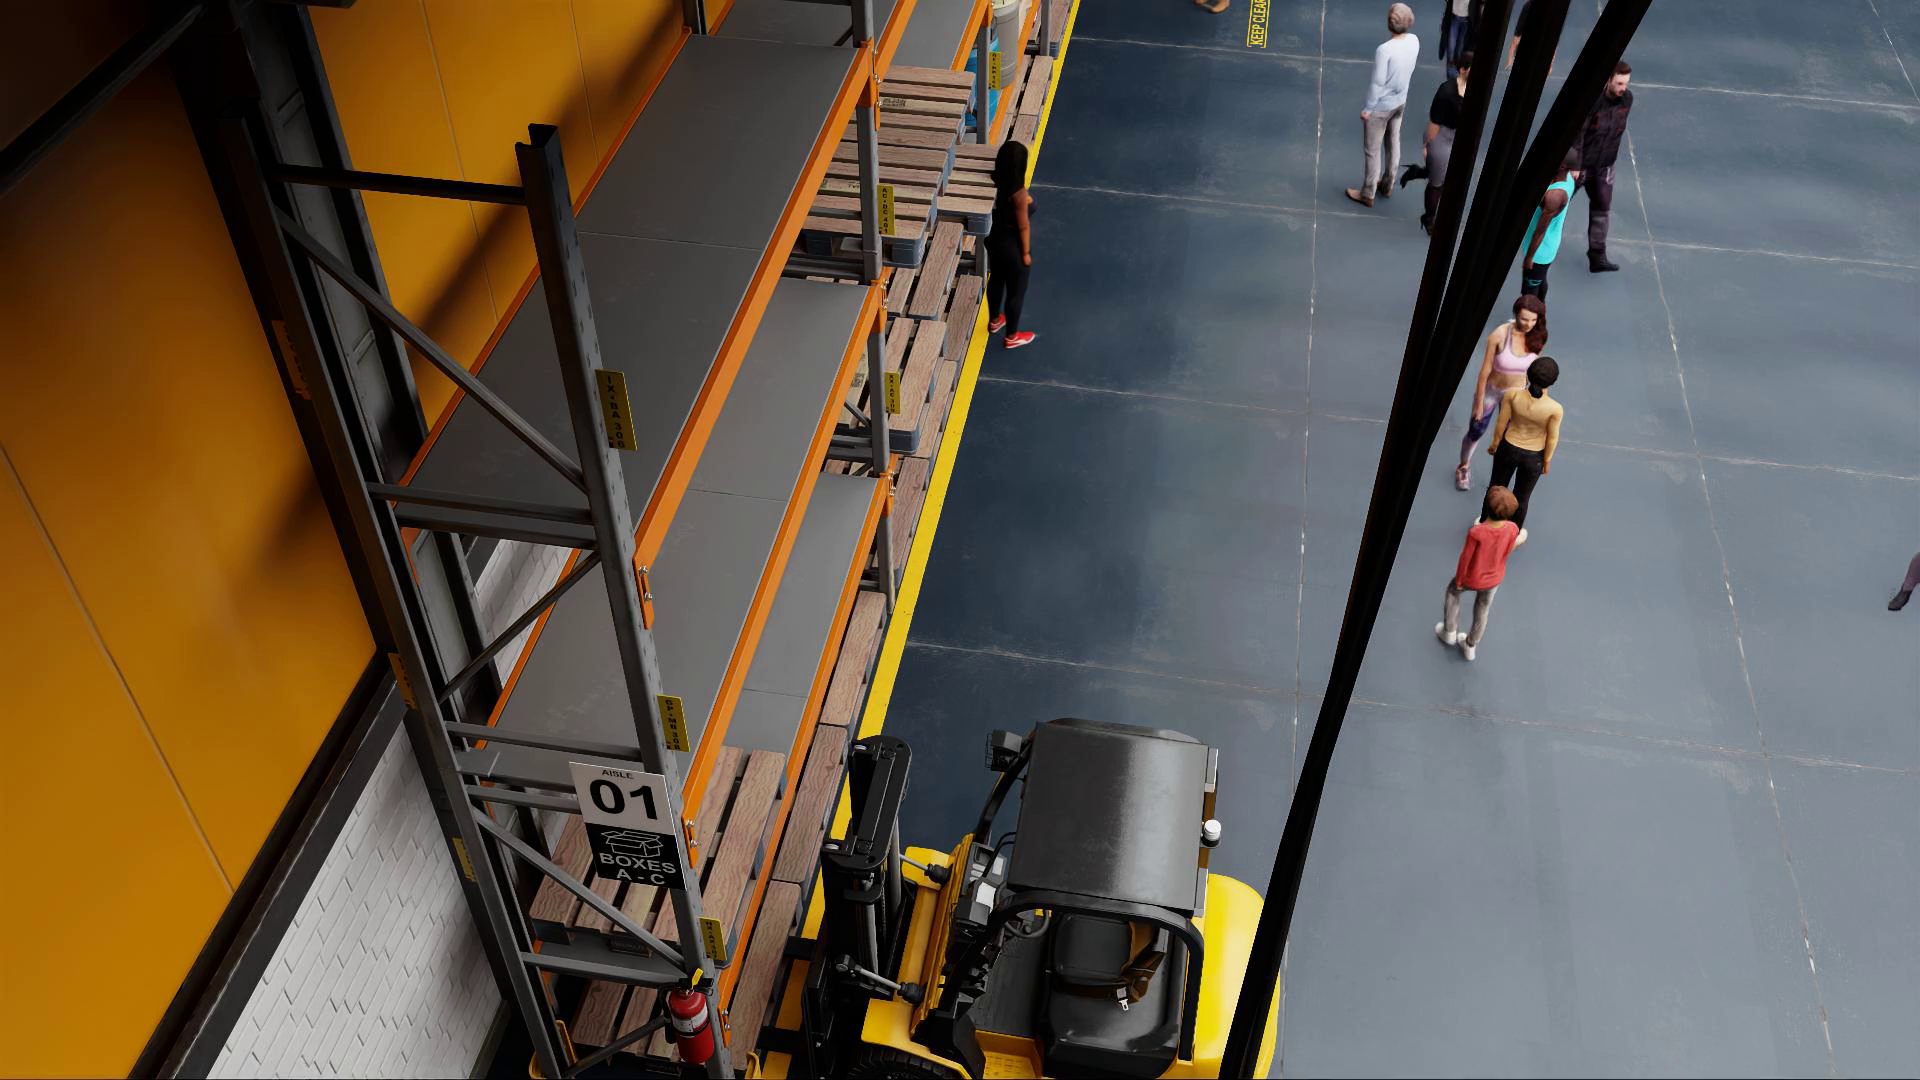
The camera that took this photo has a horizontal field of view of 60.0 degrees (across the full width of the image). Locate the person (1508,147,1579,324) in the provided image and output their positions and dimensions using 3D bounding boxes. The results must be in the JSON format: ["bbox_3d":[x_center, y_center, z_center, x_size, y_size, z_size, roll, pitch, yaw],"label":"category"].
[{"bbox_3d":[4.695,-2.357,13.378,0.724,1.804,0.595,23,48,23],"label":"person"}]

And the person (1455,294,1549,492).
[{"bbox_3d":[3.894,-1.075,12.067,0.674,1.756,0.840,0,44,0],"label":"person"}]

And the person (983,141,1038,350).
[{"bbox_3d":[0.387,-2.386,13.400,0.827,1.815,0.767,-26,49,-25],"label":"person"}]

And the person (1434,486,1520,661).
[{"bbox_3d":[3.441,0.266,10.915,0.580,1.403,0.613,-2,44,-2],"label":"person"}]

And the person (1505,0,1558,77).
[{"bbox_3d":[5.472,-4.590,15.839,0.924,1.643,1.133,31,52,28],"label":"person"}]

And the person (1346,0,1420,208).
[{"bbox_3d":[3.837,-3.910,14.946,0.740,1.890,0.799,-26,49,-24],"label":"person"}]

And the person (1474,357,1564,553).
[{"bbox_3d":[3.927,-0.605,11.643,0.675,1.659,0.680,23,48,22],"label":"person"}]

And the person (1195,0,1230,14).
[{"bbox_3d":[2.829,-6.548,17.836,0.815,1.722,0.765,-30,51,-28],"label":"person"}]

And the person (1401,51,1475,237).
[{"bbox_3d":[4.224,-3.531,14.659,0.988,1.736,1.069,-23,48,-22],"label":"person"}]

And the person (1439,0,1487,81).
[{"bbox_3d":[4.997,-5.107,16.360,0.865,1.672,0.934,32,52,29],"label":"person"}]

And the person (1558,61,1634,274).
[{"bbox_3d":[5.358,-3.259,14.285,1.037,1.858,1.276,-12,45,-12],"label":"person"}]
